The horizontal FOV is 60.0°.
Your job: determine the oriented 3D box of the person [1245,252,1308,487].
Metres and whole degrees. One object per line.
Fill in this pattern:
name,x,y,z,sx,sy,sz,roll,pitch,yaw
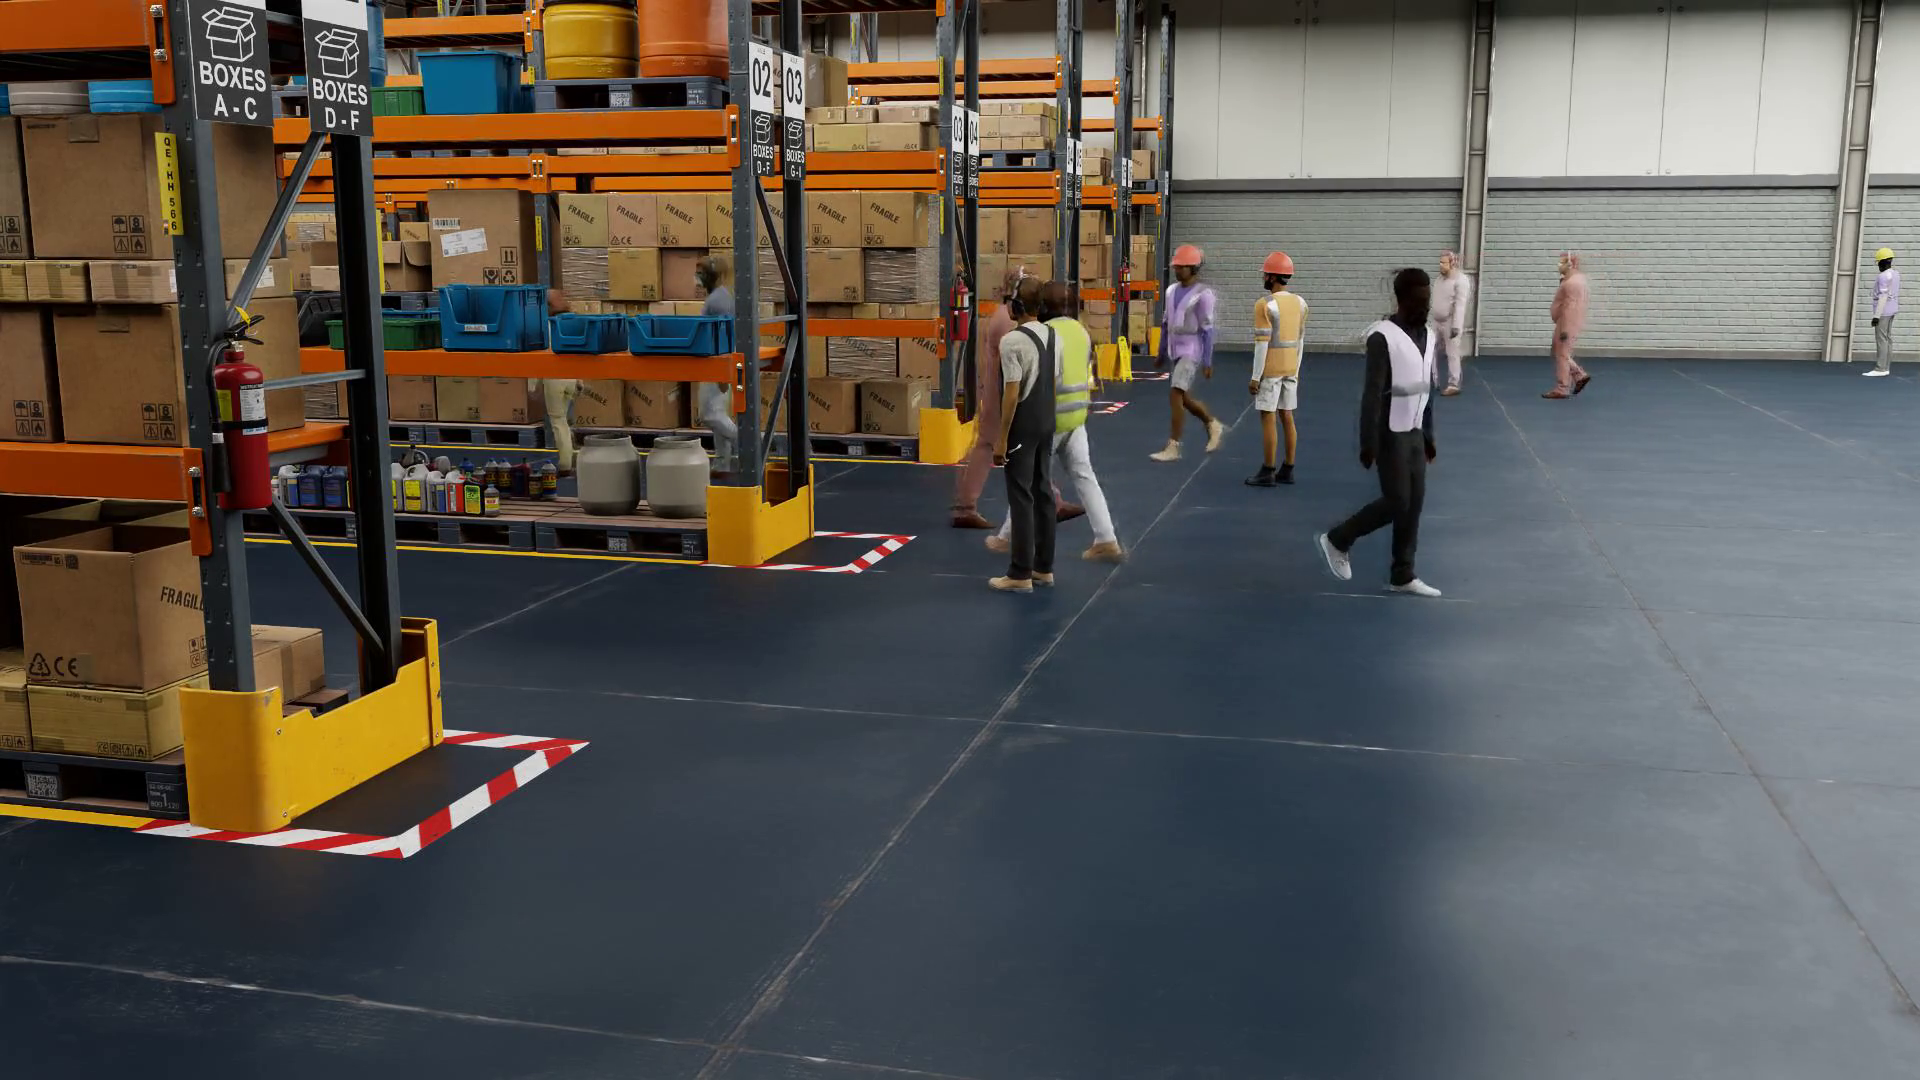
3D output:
person,2.617,-1.408,13.815,0.545,1.942,0.350,-8,13,-36

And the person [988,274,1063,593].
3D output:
person,0.379,-0.613,9.676,0.345,1.847,0.508,8,13,37

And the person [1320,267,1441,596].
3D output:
person,2.472,-0.618,9.585,0.596,1.898,0.615,9,14,41

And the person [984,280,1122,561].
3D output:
person,0.615,-0.752,10.615,0.978,1.800,0.638,9,13,40

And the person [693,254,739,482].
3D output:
person,-1.985,-1.424,13.946,0.498,1.924,0.638,-1,10,-7

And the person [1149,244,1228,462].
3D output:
person,2.157,-1.742,15.484,0.922,2.016,0.612,-5,12,-27

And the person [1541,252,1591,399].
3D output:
person,7.830,-2.757,21.412,0.485,1.892,0.669,4,11,22

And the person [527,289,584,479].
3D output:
person,-3.507,-1.334,14.255,0.460,1.618,0.533,6,12,31

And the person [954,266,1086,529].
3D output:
person,0.427,-0.986,11.720,1.006,1.849,0.648,1,10,7

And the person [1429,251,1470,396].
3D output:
person,6.328,-2.823,21.807,0.634,1.889,0.657,-5,11,-25

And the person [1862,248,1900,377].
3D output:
person,13.845,-3.408,24.963,0.584,1.918,0.381,-10,14,-44
